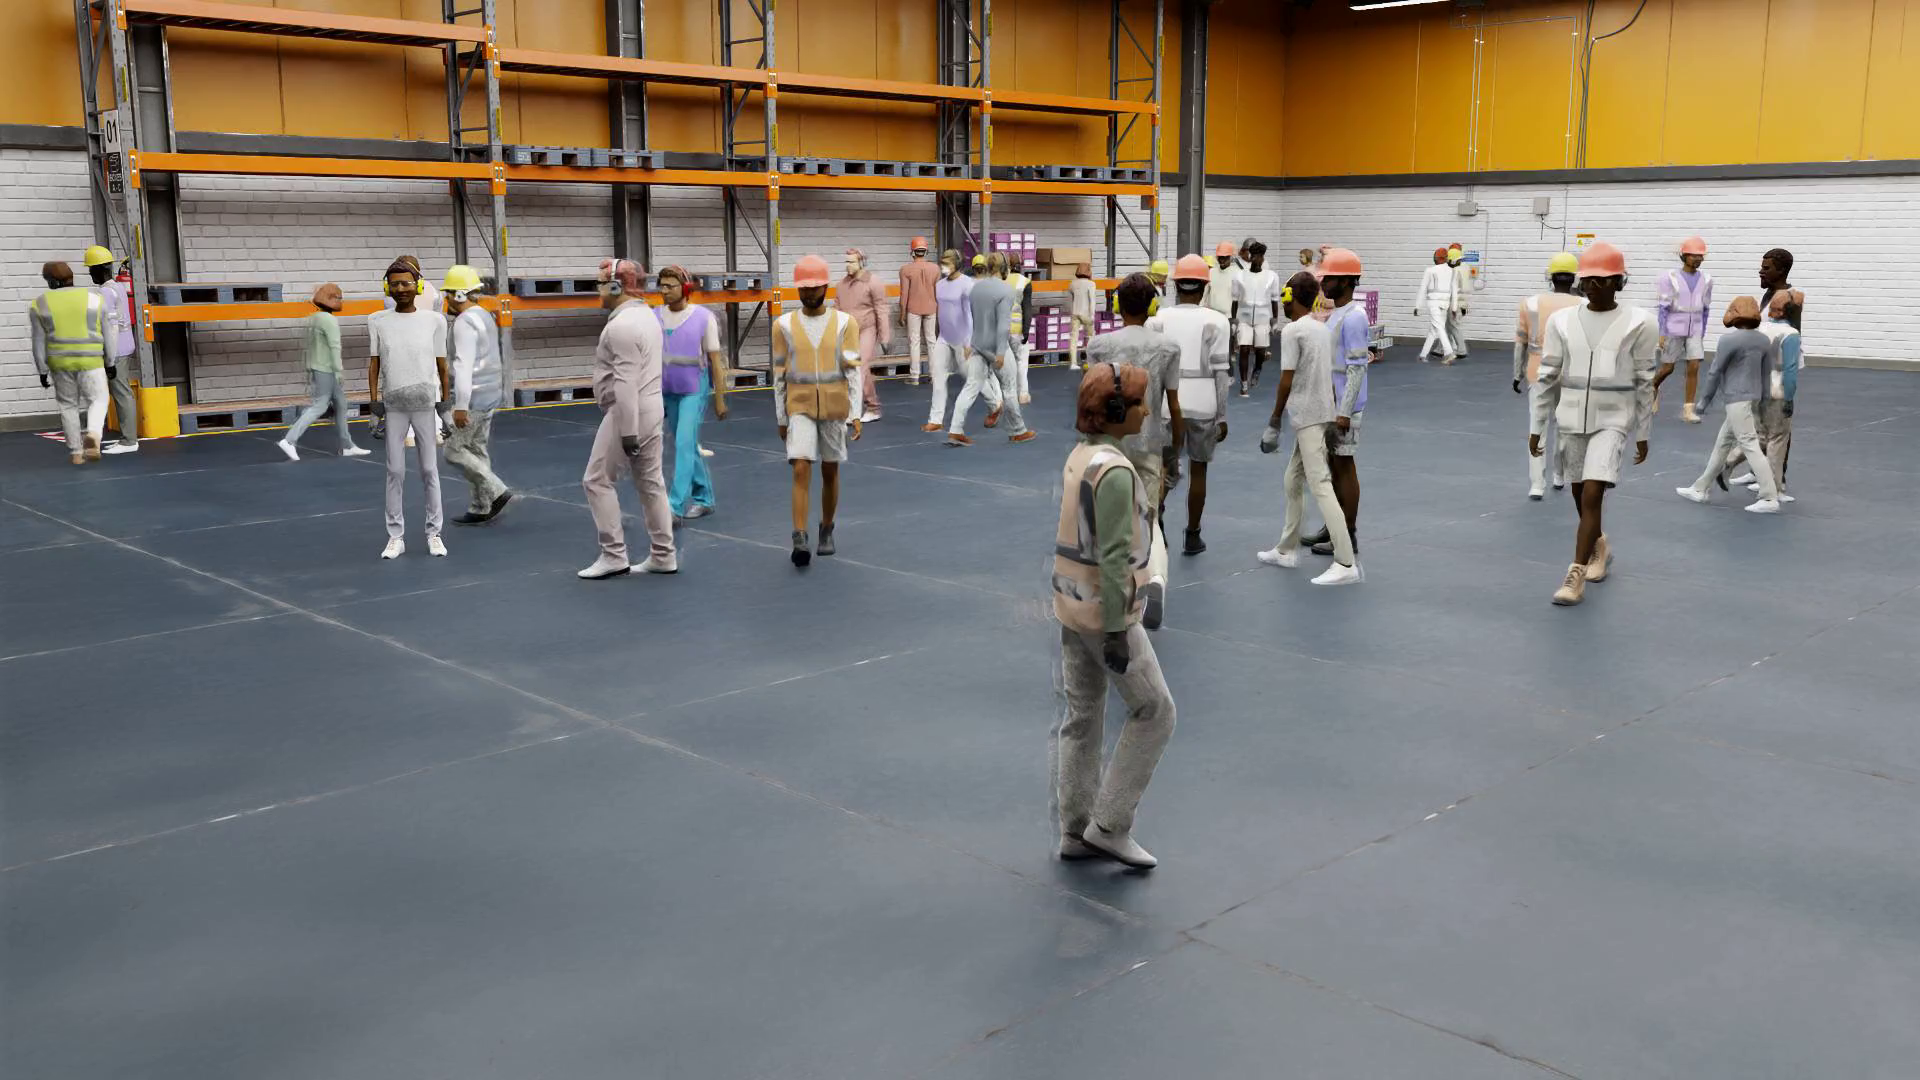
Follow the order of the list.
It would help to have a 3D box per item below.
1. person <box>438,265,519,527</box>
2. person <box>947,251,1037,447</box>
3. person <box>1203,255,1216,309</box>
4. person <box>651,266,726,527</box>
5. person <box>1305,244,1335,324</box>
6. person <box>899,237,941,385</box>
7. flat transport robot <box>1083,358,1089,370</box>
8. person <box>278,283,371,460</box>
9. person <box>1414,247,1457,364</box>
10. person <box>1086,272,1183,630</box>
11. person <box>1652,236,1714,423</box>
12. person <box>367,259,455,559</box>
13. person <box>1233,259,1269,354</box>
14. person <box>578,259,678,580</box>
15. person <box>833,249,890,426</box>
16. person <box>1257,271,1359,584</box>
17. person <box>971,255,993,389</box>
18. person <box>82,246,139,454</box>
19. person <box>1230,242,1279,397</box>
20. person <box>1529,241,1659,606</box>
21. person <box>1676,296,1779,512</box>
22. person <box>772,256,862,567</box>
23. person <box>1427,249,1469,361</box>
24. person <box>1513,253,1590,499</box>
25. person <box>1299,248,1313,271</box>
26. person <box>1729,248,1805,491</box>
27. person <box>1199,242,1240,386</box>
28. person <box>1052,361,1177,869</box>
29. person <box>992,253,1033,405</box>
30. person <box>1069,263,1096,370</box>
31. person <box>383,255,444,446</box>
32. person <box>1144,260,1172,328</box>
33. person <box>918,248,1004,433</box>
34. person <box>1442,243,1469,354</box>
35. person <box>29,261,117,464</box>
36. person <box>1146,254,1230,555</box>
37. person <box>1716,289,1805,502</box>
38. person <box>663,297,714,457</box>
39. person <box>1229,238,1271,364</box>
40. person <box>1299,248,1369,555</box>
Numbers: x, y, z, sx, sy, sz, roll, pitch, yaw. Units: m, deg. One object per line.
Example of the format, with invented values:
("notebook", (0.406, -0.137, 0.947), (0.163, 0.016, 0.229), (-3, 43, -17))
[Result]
("person", (-3.341, -0.970, 11.438), (0.443, 1.818, 0.618), (0, 10, -1))
("person", (0.274, -1.828, 15.991), (1.040, 1.882, 0.631), (-9, 14, -41))
("person", (3.597, -3.466, 25.286), (0.543, 1.732, 0.683), (-5, 12, -27))
("person", (-2.000, -0.996, 11.615), (0.574, 1.806, 0.912), (6, 12, 29))
("person", (5.224, -3.266, 23.772), (0.672, 1.886, 0.575), (-3, 11, -15))
("person", (-0.546, -3.100, 22.571), (0.611, 1.996, 0.387), (-4, 11, -23))
("flat transport robot", (2.567, -2.594, 24.516), (0.652, 0.197, 1.431), (-10, 14, -44))
("person", (-5.813, -1.522, 15.055), (0.783, 1.599, 0.533), (-7, 12, -32))
("person", (7.579, -3.699, 26.297), (0.665, 1.839, 0.985), (-3, 11, -18))
("person", (0.898, -0.443, 8.533), (0.503, 1.843, 0.726), (0, 10, 0))
("person", (7.881, -2.306, 18.201), (0.613, 2.016, 0.851), (0, 10, -1))
("person", (-3.453, -0.815, 10.459), (0.516, 1.871, 0.329), (-3, 11, -15))
("person", (4.970, -4.144, 28.419), (0.632, 1.940, 0.372), (10, 15, 44))
("person", (-2.012, -0.702, 9.815), (0.689, 1.886, 0.657), (2, 10, 8))
("person", (-1.160, -2.147, 17.700), (0.672, 1.864, 0.943), (9, 14, 41))
("person", (2.071, -0.670, 9.853), (0.802, 1.820, 0.560), (7, 12, 33))
("person", (0.253, -2.868, 21.930), (0.526, 1.769, 0.330), (-2, 11, -13))
("person", (-7.880, -1.757, 15.446), (0.383, 1.923, 0.588), (-3, 11, -18))
("person", (3.715, -2.787, 21.027), (0.603, 1.945, 0.624), (1, 10, 8))
("person", (3.579, -0.680, 9.387), (0.625, 1.999, 1.039), (8, 13, 37))
("person", (5.769, -1.014, 12.327), (0.494, 1.573, 0.873), (-6, 12, -32))
("person", (-0.876, -0.782, 10.220), (0.549, 1.891, 0.963), (-1, 10, -5))
("person", (7.948, -3.813, 26.993), (0.766, 1.796, 0.618), (8, 13, 36))
("person", (4.633, -1.281, 12.977), (0.607, 1.879, 0.992), (4, 11, 21))
("person", (6.007, -4.039, 28.243), (0.931, 1.810, 0.562), (-2, 11, -9))
("person", (6.474, -1.347, 13.232), (0.395, 1.917, 0.587), (1, 10, 4))
("person", (3.479, -2.960, 21.980), (0.627, 1.946, 1.039), (8, 13, 37))
("person", (0.506, 0.250, 5.289), (0.432, 1.623, 0.538), (-2, 11, -10))
("person", (0.615, -2.516, 19.916), (0.643, 1.806, 0.828), (4, 11, 20))
("person", (1.900, -3.385, 25.176), (0.532, 1.594, 0.790), (8, 13, 37))
("person", (-5.286, -1.825, 16.068), (0.428, 1.837, 0.621), (9, 14, 40))
("person", (2.329, -2.474, 19.907), (0.497, 1.720, 0.494), (0, 10, -2))
("person", (0.025, -2.067, 17.227), (1.004, 1.905, 0.648), (-9, 14, -40))
("person", (8.432, -4.119, 28.435), (0.354, 1.883, 0.573), (-9, 14, -41))
("person", (-7.752, -1.538, 14.570), (0.643, 1.804, 0.700), (-5, 11, -25))
("person", (1.390, -0.817, 10.364), (0.543, 1.912, 0.665), (4, 11, 22))
("person", (6.090, -1.085, 12.577), (0.507, 1.623, 0.535), (-1, 10, -3))
("person", (-2.645, -1.552, 15.025), (0.725, 1.675, 0.538), (-1, 10, -8))
("person", (4.527, -3.798, 26.256), (0.711, 2.000, 1.047), (-4, 11, -20))
("person", (2.396, -0.871, 10.575), (0.359, 1.939, 0.543), (0, 10, -1))
